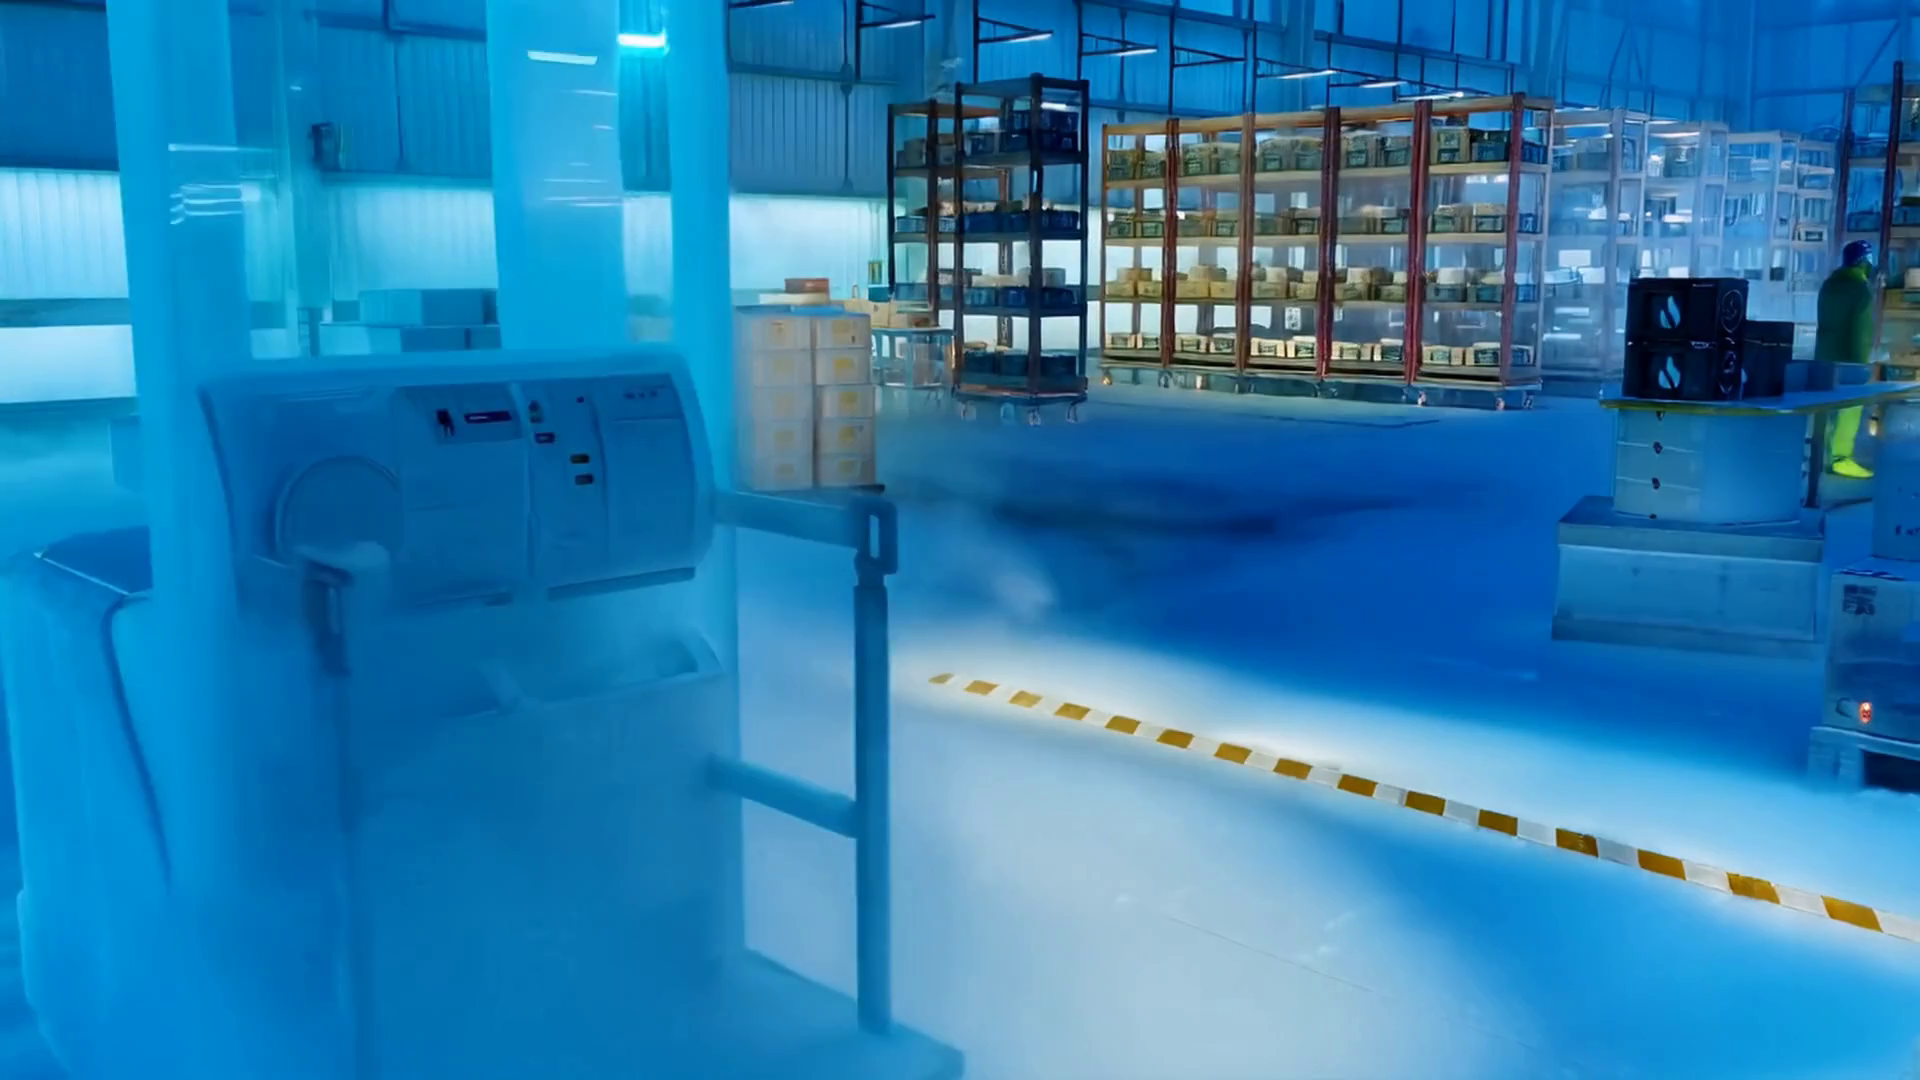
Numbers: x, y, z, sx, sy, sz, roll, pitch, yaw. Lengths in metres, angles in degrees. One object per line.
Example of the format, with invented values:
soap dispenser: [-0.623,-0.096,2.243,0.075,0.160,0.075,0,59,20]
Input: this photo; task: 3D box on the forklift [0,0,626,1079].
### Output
forklift: [-1.103,-0.266,3.213,1.129,2.768,1.873,-9,13,-43]

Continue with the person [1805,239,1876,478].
person: [6.913,-1.426,13.156,0.650,1.887,0.665,1,9,4]
